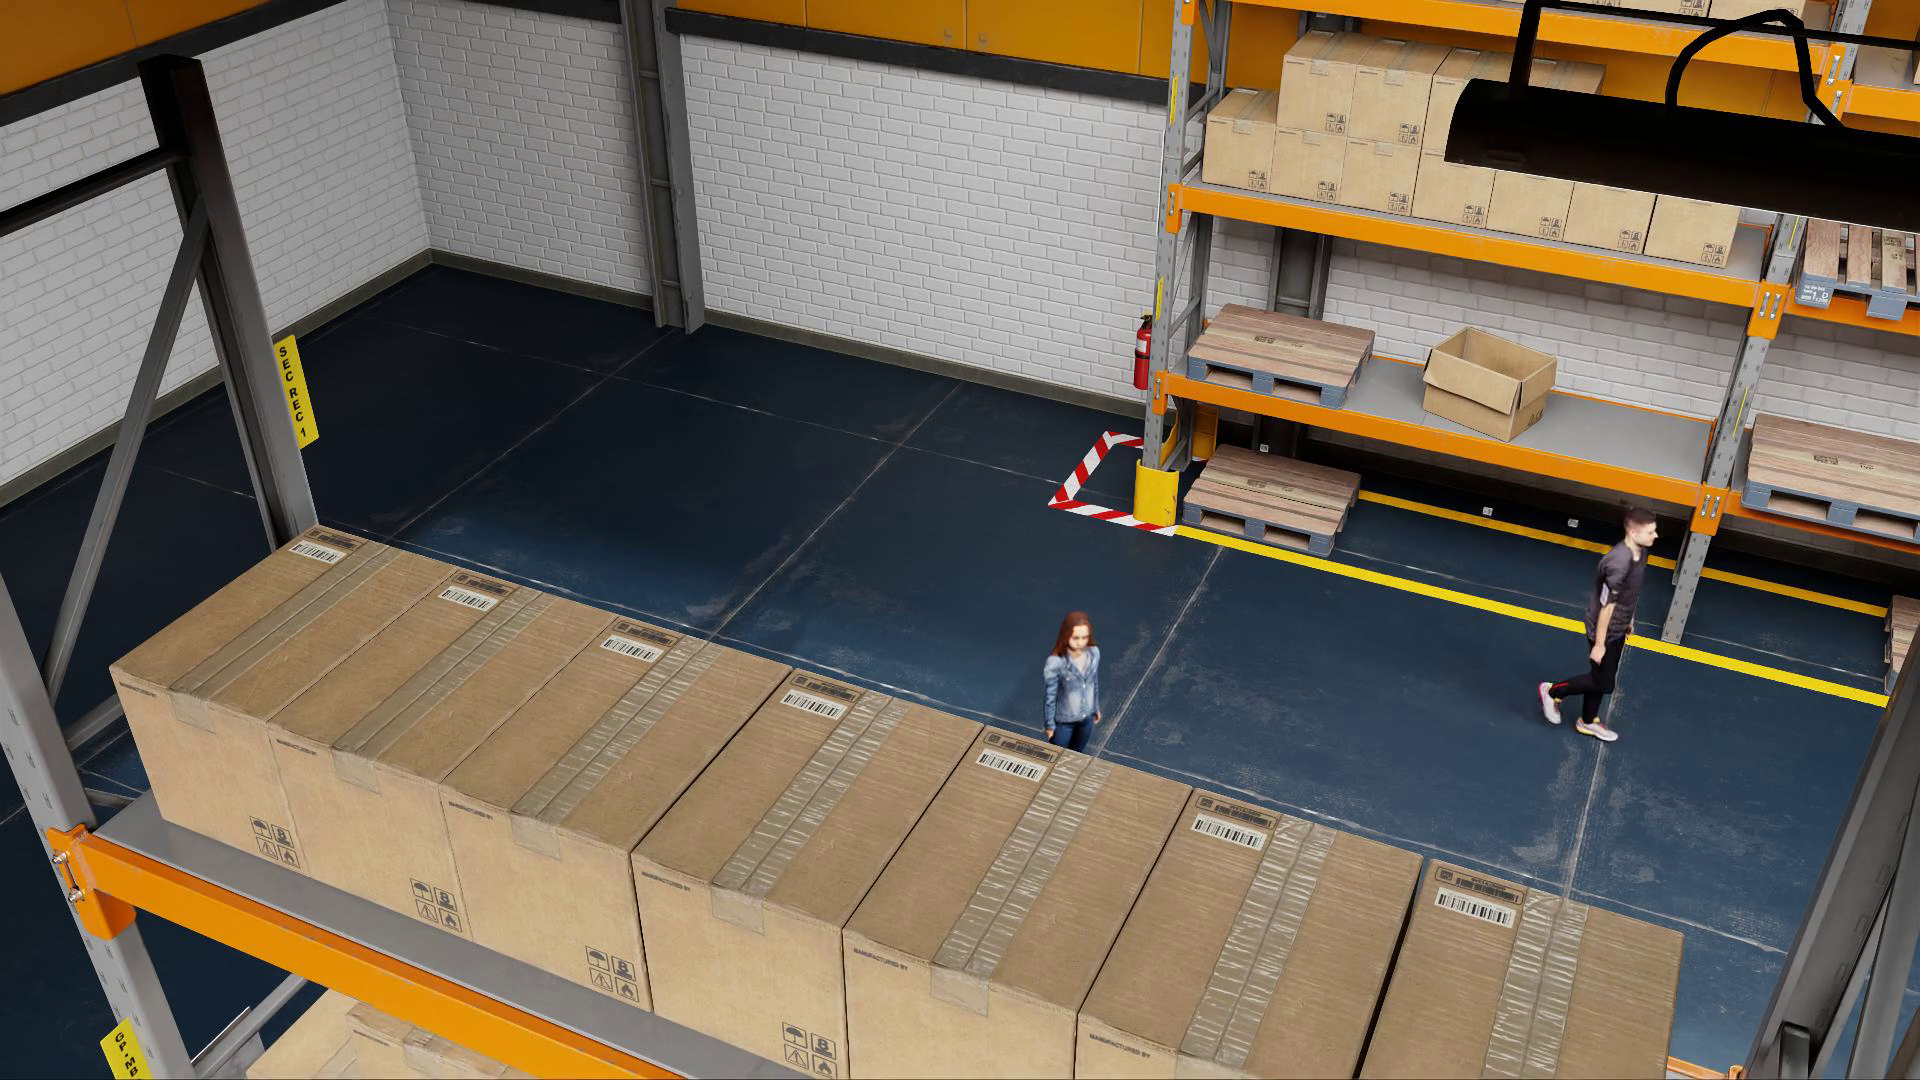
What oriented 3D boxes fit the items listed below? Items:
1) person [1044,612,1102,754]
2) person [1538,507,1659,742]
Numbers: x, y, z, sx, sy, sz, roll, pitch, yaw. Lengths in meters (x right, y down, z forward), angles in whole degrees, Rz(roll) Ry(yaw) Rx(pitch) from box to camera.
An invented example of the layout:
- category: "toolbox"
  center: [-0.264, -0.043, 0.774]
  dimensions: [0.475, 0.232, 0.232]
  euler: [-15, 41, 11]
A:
- category: "person"
  center: [0.677, 1.057, 10.175]
  dimensions: [0.632, 1.476, 0.648]
  euler: [-20, 39, -27]
- category: "person"
  center: [4.103, 0.535, 10.708]
  dimensions: [0.873, 1.755, 0.781]
  euler: [26, 42, 34]
